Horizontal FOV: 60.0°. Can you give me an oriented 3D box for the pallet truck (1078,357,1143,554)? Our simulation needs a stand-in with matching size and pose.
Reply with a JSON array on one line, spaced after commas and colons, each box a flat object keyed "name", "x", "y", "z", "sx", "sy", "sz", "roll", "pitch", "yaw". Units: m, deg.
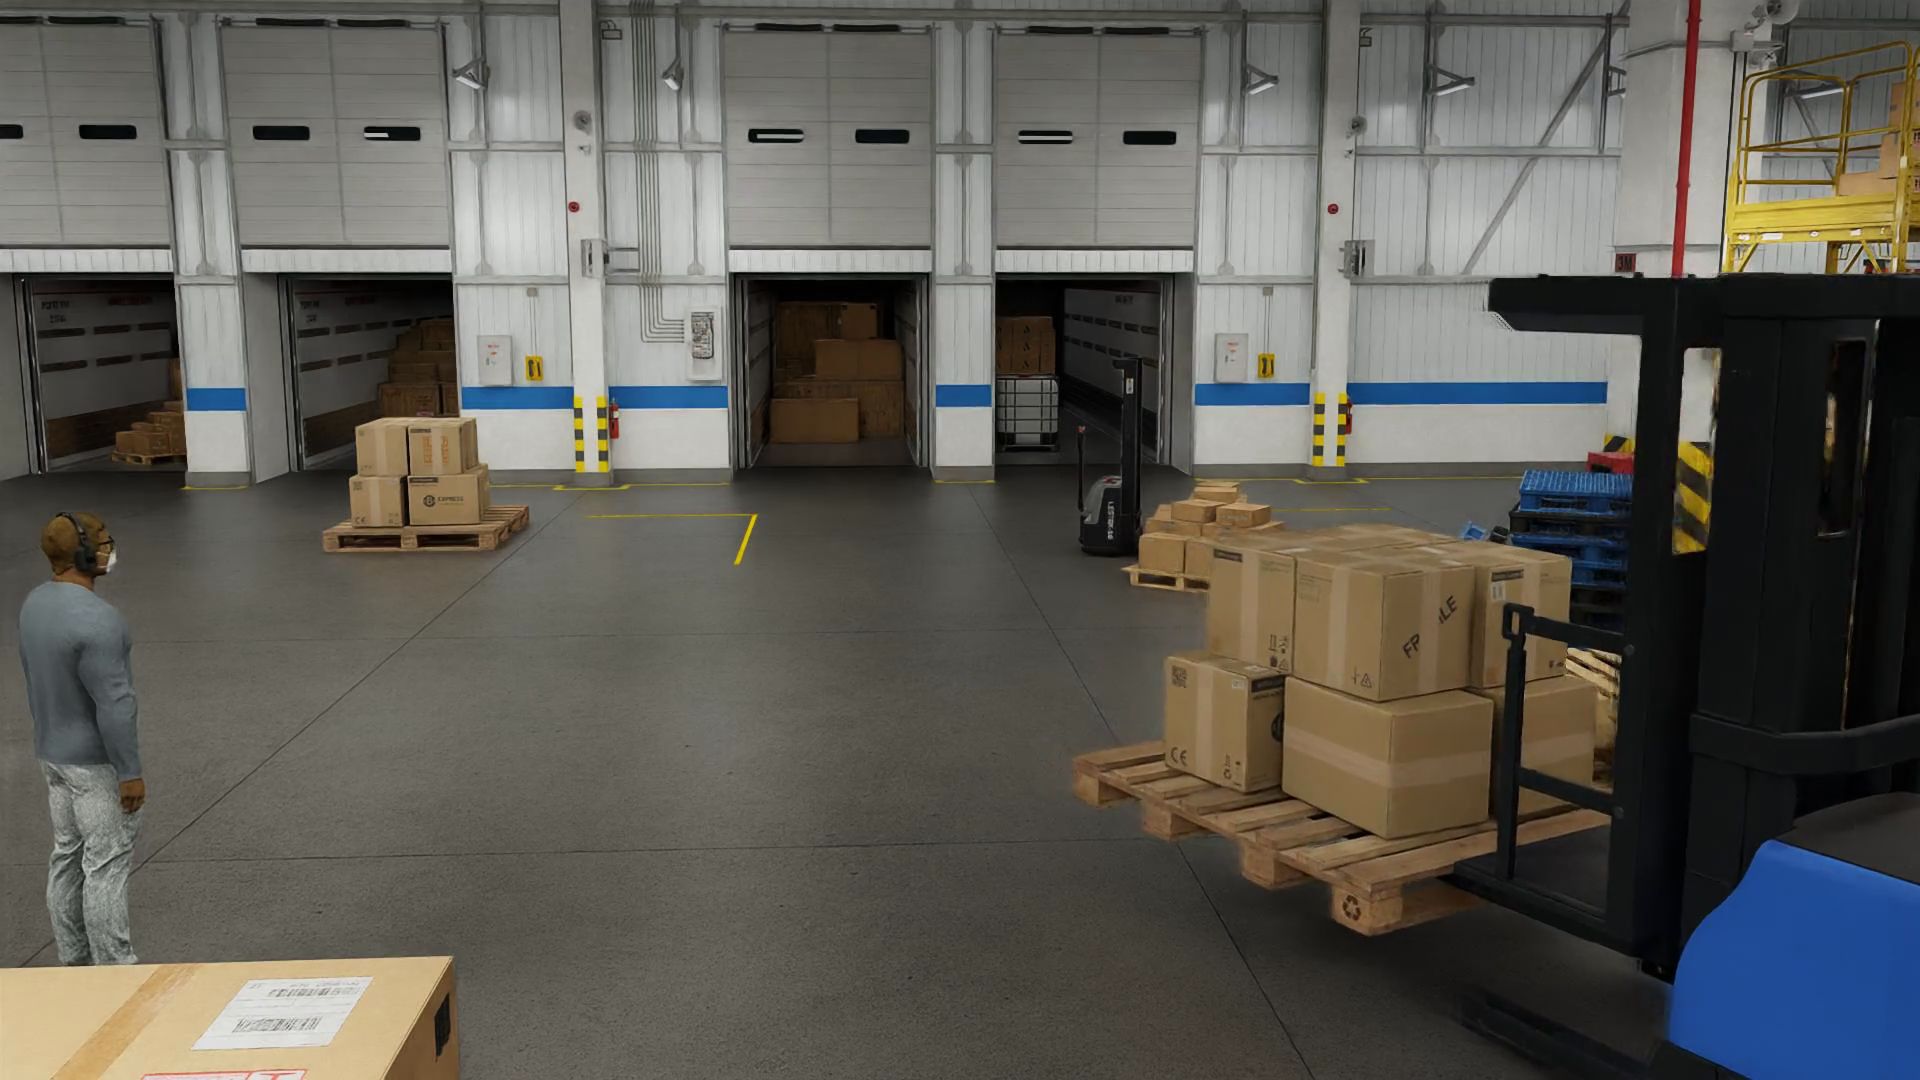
[{"name": "pallet truck", "x": 2.088, "y": -0.836, "z": 16.757, "sx": 1.885, "sy": 1.965, "sz": 0.823, "roll": 2, "pitch": 9, "yaw": 13}]

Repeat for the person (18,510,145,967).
[{"name": "person", "x": -3.332, "y": 0.845, "z": 6.389, "sx": 0.629, "sy": 1.940, "sz": 0.372, "roll": 6, "pitch": 11, "yaw": 35}]

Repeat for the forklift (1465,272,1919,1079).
[{"name": "forklift", "x": 2.822, "y": 0.531, "z": 5.415, "sx": 1.129, "sy": 2.768, "sz": 1.873, "roll": -5, "pitch": 10, "yaw": -30}]
